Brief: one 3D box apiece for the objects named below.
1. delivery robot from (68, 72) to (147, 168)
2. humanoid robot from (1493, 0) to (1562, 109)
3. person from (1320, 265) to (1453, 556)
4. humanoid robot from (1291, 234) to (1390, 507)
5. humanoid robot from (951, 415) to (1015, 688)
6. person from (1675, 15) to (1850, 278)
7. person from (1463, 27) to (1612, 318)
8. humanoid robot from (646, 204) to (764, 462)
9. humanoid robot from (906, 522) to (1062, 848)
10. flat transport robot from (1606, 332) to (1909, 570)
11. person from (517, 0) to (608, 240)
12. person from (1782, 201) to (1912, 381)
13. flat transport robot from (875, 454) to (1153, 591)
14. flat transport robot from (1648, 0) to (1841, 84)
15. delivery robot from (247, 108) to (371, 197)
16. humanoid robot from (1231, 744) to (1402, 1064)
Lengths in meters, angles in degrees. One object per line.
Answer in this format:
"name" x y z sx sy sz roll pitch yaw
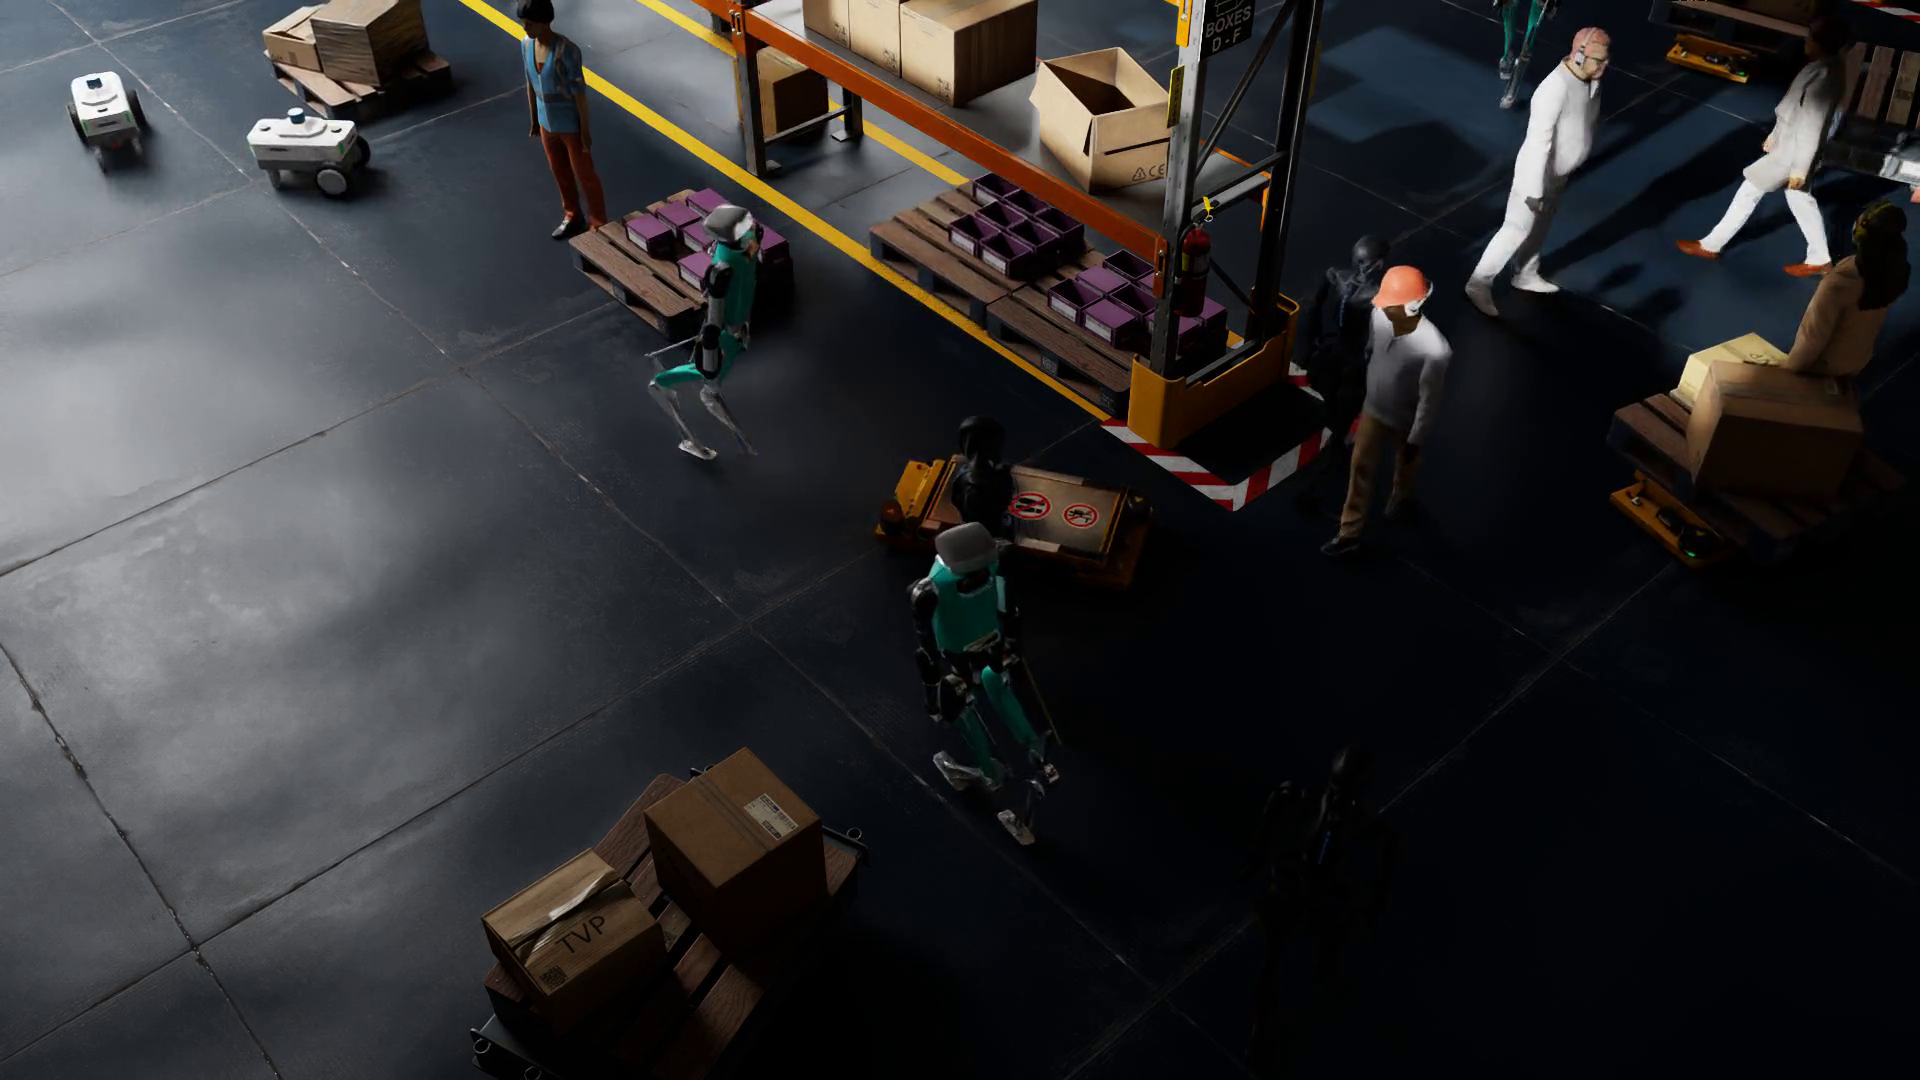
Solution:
"delivery robot" -6.338 -3.171 12.332 0.499 0.594 0.769 -19 46 -20
"humanoid robot" 4.191 -4.010 12.365 0.565 1.721 0.994 14 44 15
"person" 2.290 -0.700 8.799 0.839 1.696 0.575 -31 51 -29
"humanoid robot" 2.142 -0.958 9.120 0.719 1.627 0.609 -33 52 -31
"humanoid robot" 0.059 0.088 7.957 0.376 1.656 0.614 7 43 8
"person" 5.414 -2.516 10.719 0.974 1.786 0.509 22 47 22
"person" 3.700 -2.339 10.435 0.466 1.912 0.824 29 50 28
"humanoid robot" -1.466 -1.093 9.231 0.863 1.792 0.551 13 44 14
"humanoid robot" 0.154 0.726 7.236 0.559 1.773 0.896 -26 48 -25
"flat transport robot" 4.465 -0.301 9.422 1.431 0.231 0.659 -19 46 -20
"person" -2.643 -2.765 11.003 0.502 1.758 0.333 21 47 22
"person" 4.690 -0.975 8.970 0.553 1.877 0.403 -16 45 -17
"flat transport robot" 0.305 -0.118 9.224 1.431 0.231 0.659 11 44 12
"flat transport robot" 6.365 -4.162 13.622 0.659 0.231 1.431 27 49 26
"delivery robot" -4.666 -2.814 11.943 0.763 0.592 0.525 2 43 2
"humanoid robot" 1.399 1.358 6.608 0.615 1.624 0.765 16 45 17
